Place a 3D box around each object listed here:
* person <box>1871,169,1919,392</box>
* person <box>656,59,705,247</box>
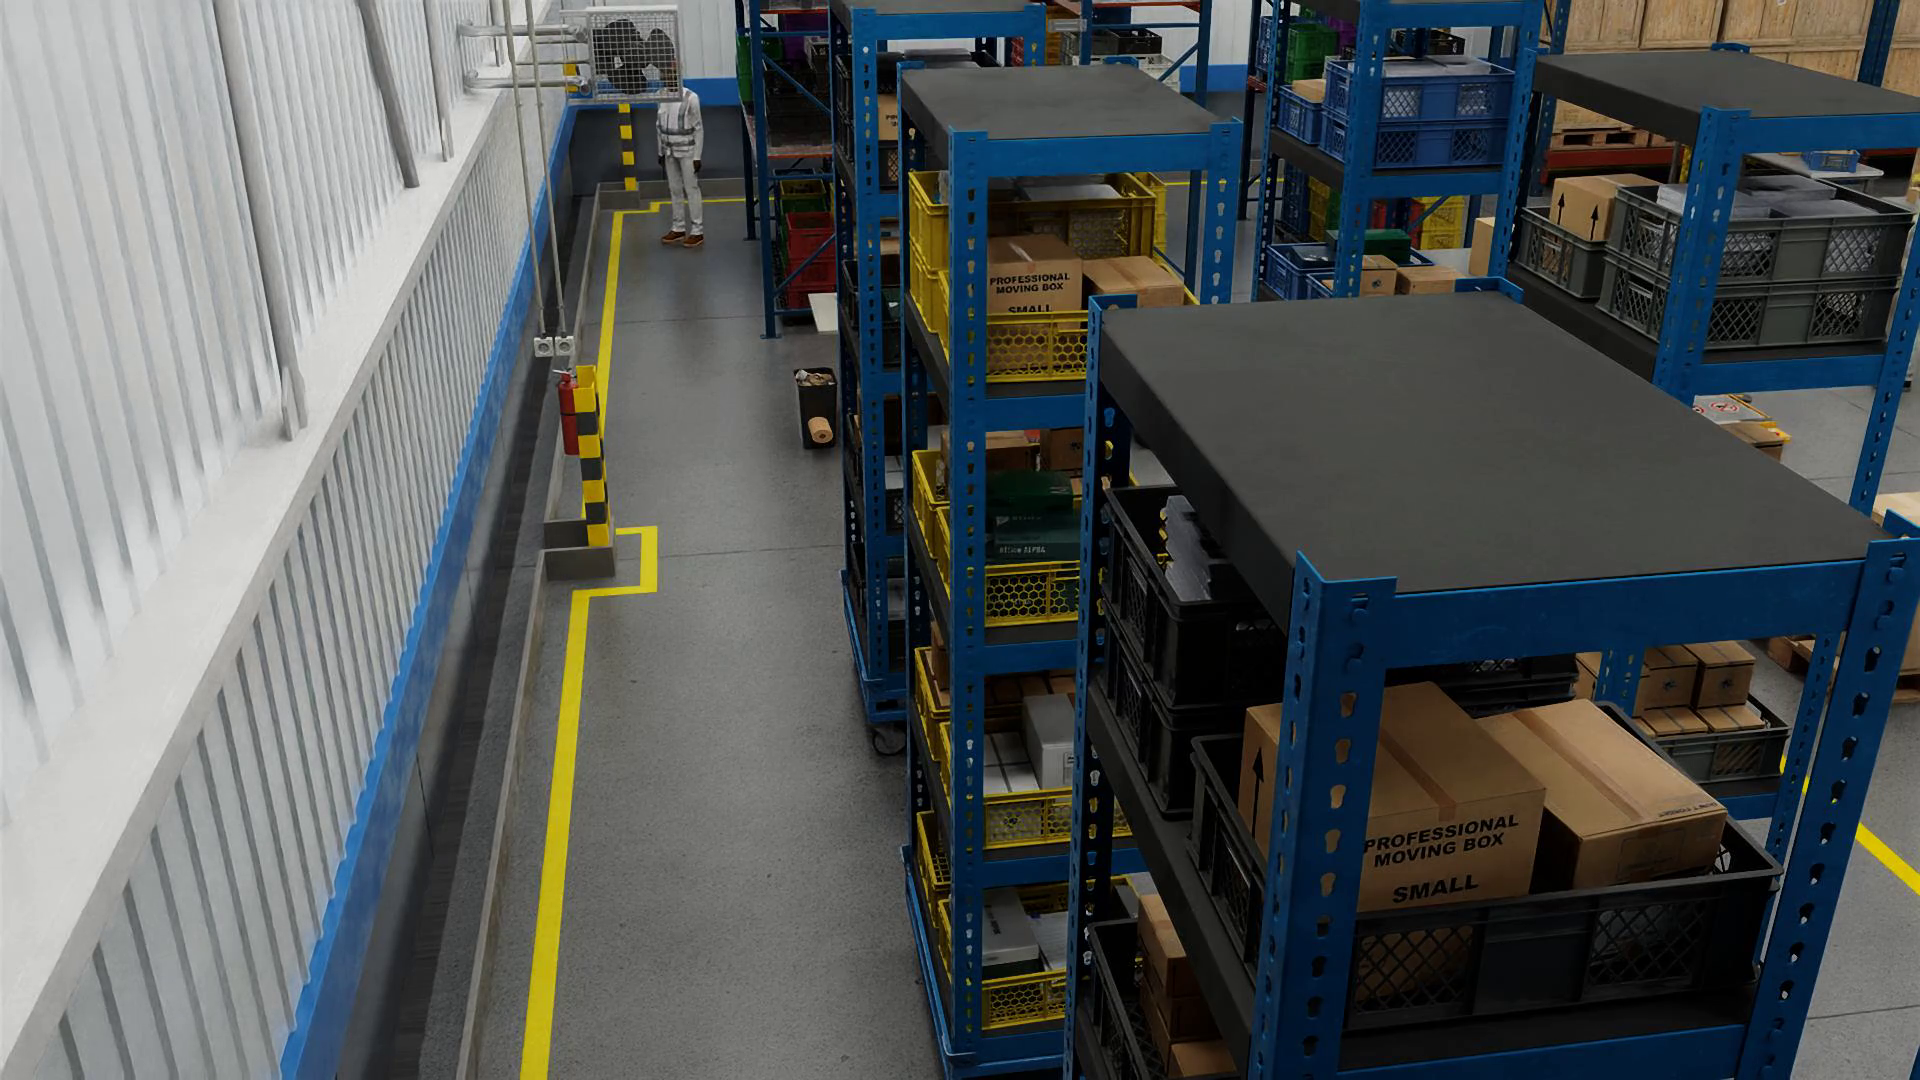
[{"bbox_3d":[7.416,-2.055,12.891,0.404,1.821,0.587,10,27,21],"label":"person"},{"bbox_3d":[-2.848,-3.930,16.890,0.583,1.884,0.337,17,30,32],"label":"person"}]
